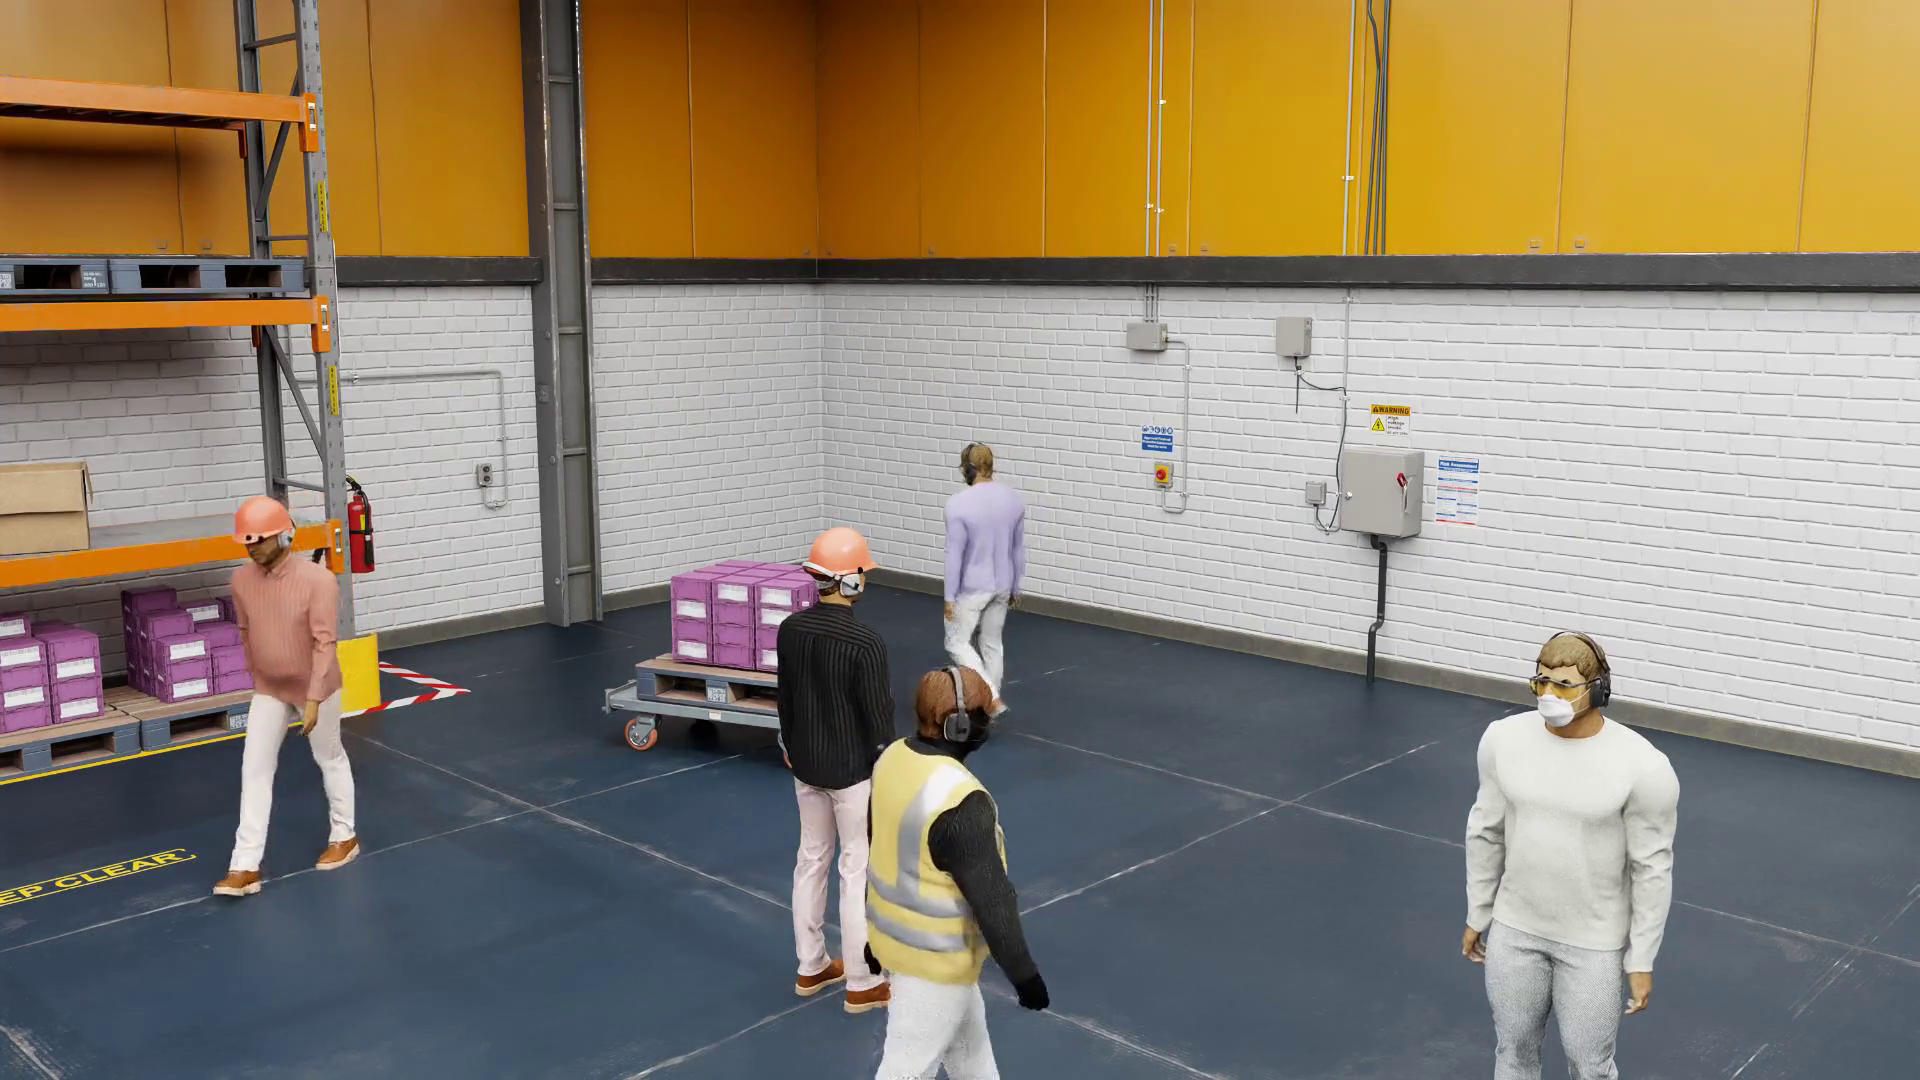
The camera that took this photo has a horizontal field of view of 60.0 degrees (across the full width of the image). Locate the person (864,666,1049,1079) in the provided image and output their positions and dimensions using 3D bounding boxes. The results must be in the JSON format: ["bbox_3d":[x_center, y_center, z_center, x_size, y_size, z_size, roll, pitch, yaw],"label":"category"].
[{"bbox_3d":[0.020,1.287,5.262,0.903,1.804,0.639,-3,10,-19],"label":"person"}]

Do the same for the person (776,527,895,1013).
[{"bbox_3d":[-0.489,0.936,6.827,0.611,1.995,0.375,8,12,40],"label":"person"}]

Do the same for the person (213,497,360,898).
[{"bbox_3d":[-3.299,0.754,8.113,0.614,1.934,1.004,1,9,9],"label":"person"}]

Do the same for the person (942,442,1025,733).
[{"bbox_3d":[0.168,0.331,10.760,0.651,1.924,0.496,-7,12,-36],"label":"person"}]

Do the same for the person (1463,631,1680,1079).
[{"bbox_3d":[1.863,1.231,5.185,0.635,1.938,0.361,9,13,42],"label":"person"}]
